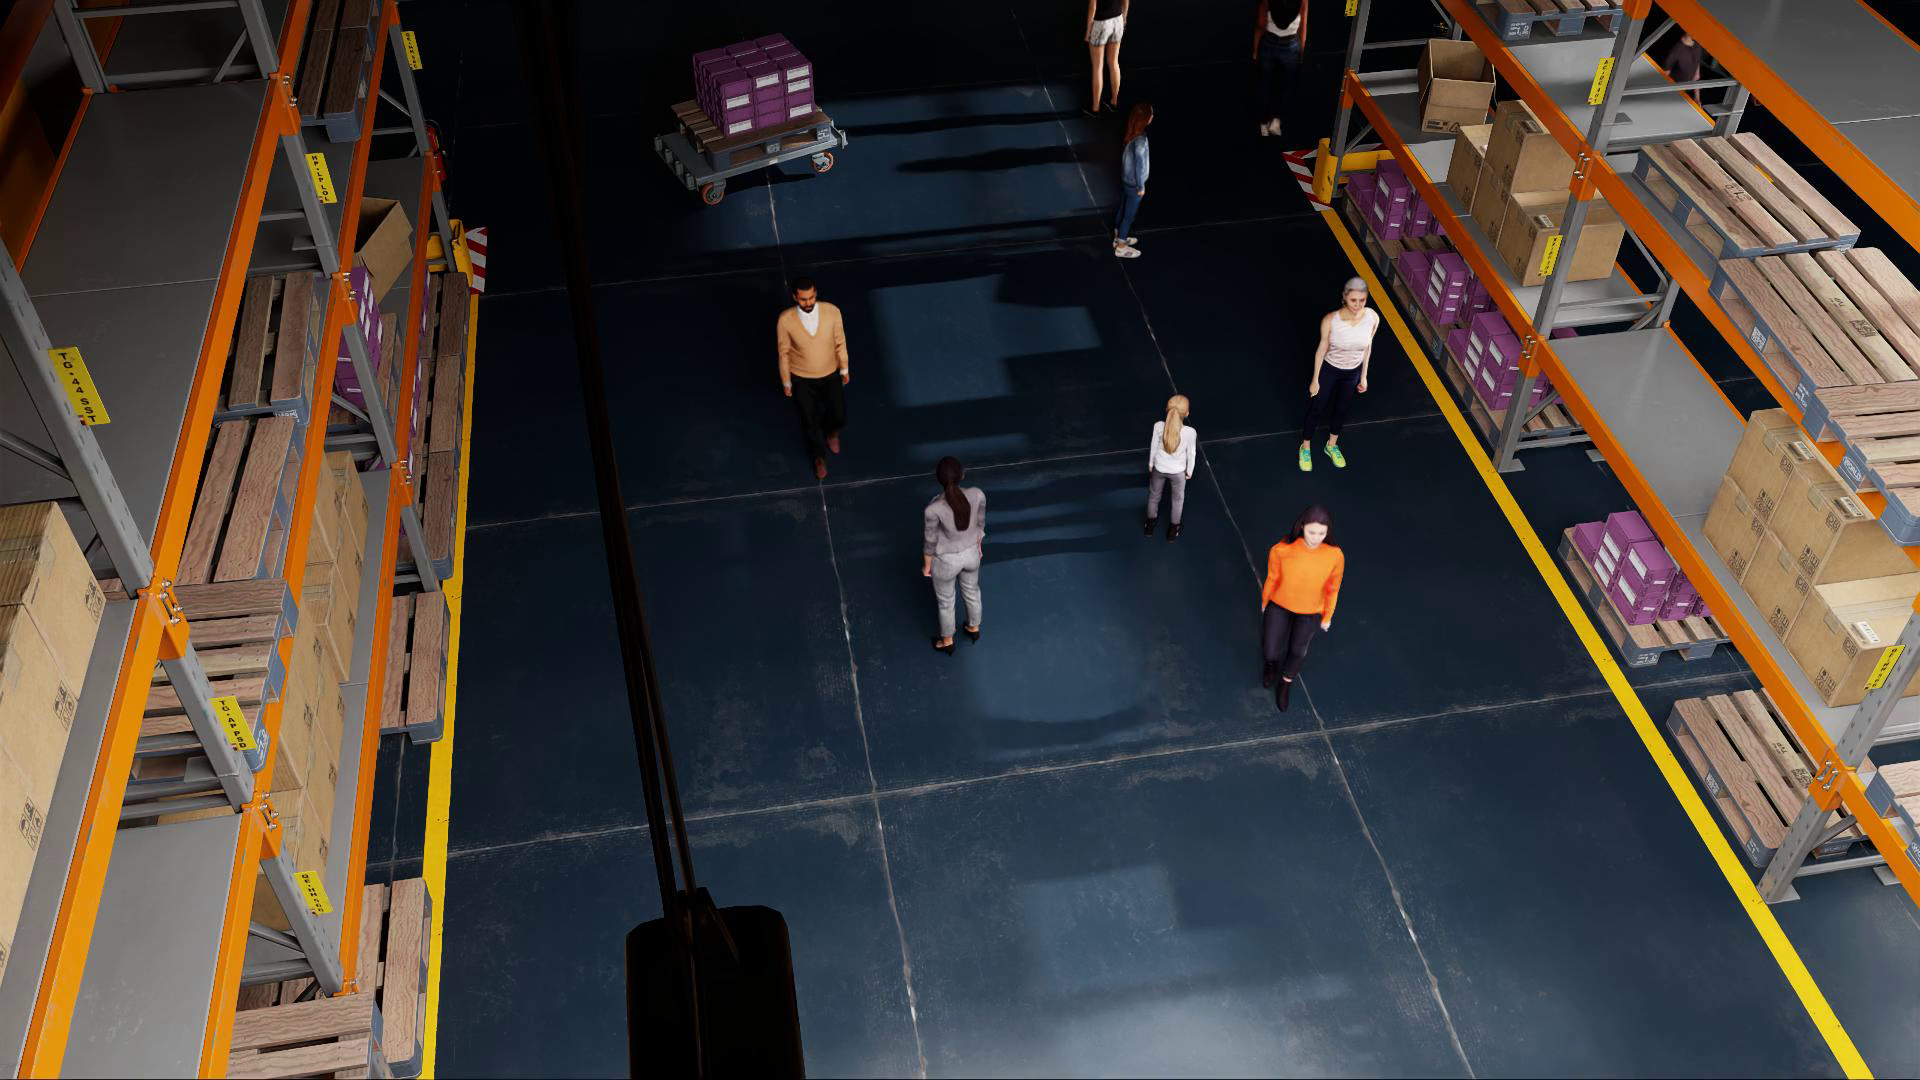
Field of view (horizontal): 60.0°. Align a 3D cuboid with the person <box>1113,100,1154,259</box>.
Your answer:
[{"bbox_3d":[1.506,-3.167,14.594,0.620,1.472,0.436,-4,44,-4],"label":"person"}]

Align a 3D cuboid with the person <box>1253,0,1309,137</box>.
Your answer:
[{"bbox_3d":[3.047,-4.631,15.894,0.835,1.797,0.923,12,45,12],"label":"person"}]

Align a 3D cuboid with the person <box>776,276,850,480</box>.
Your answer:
[{"bbox_3d":[-1.085,-1.276,12.409,0.678,1.747,0.729,-8,44,-9],"label":"person"}]

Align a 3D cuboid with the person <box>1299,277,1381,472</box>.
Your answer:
[{"bbox_3d":[2.831,-1.253,12.419,0.592,1.701,0.509,-7,44,-7],"label":"person"}]

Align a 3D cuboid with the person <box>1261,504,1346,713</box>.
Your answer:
[{"bbox_3d":[2.150,0.373,10.686,0.716,1.737,0.751,6,44,6],"label":"person"}]

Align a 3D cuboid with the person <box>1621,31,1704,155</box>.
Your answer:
[{"bbox_3d":[6.396,-4.030,15.257,1.068,1.806,1.240,-34,53,-30],"label":"person"}]

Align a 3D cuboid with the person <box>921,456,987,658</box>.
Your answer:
[{"bbox_3d":[-0.035,0.122,10.992,0.686,1.677,0.679,-21,47,-21],"label":"person"}]

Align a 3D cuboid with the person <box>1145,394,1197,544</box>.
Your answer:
[{"bbox_3d":[1.503,-0.518,11.954,0.556,1.277,0.594,11,45,12],"label":"person"}]

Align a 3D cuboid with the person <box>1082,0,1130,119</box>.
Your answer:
[{"bbox_3d":[1.443,-5.039,16.292,0.667,1.840,0.617,-19,47,-19],"label":"person"}]
